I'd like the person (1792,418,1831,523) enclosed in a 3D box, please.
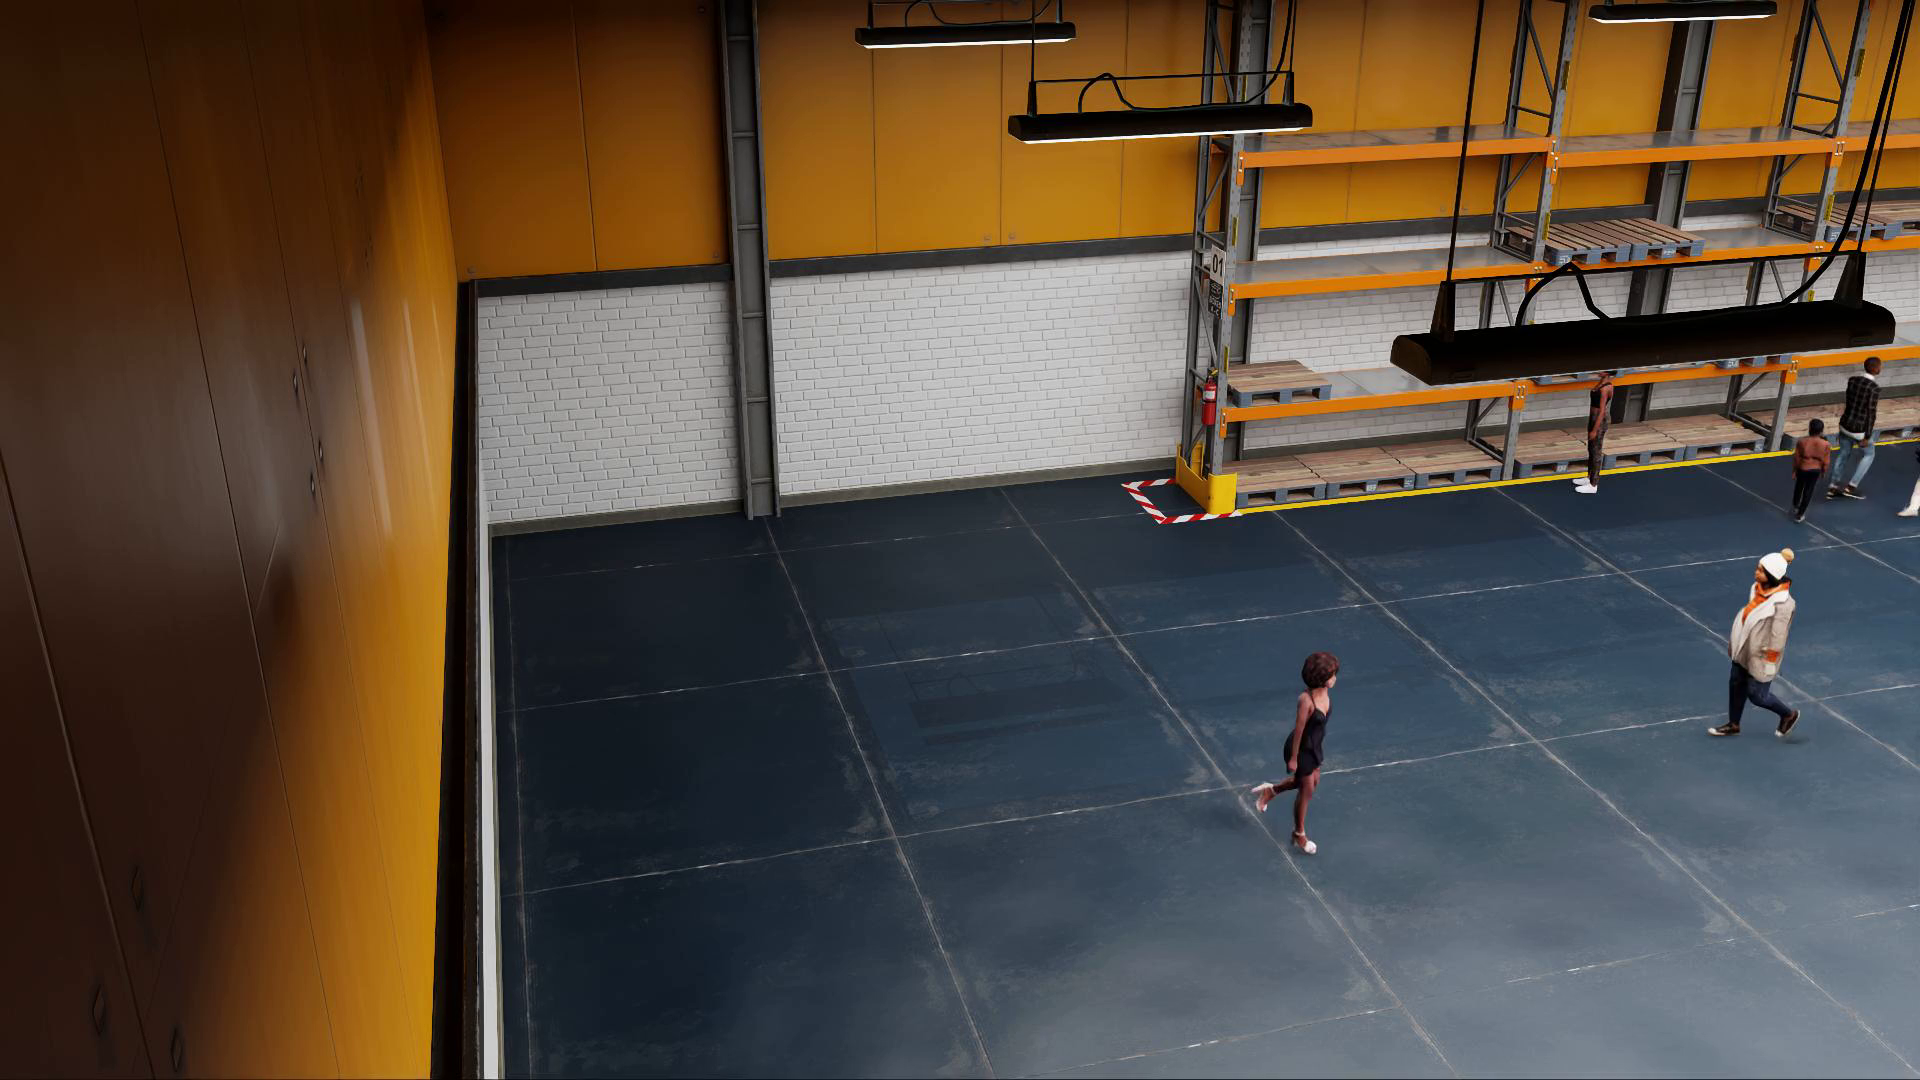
[{"bbox_3d":[10.024,-0.803,19.657,0.818,1.231,0.877,14,27,28],"label":"person"}]

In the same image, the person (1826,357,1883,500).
[{"bbox_3d":[10.780,-1.337,20.162,0.696,1.804,0.706,-9,25,-21],"label":"person"}]

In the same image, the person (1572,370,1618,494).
[{"bbox_3d":[7.855,-1.418,20.481,0.680,1.698,0.660,6,24,13],"label":"person"}]

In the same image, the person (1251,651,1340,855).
[{"bbox_3d":[2.680,1.671,13.329,0.960,1.767,0.933,18,29,35],"label":"person"}]

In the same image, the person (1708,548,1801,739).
[{"bbox_3d":[7.228,0.952,14.837,1.005,1.876,0.793,-2,24,-4],"label":"person"}]
